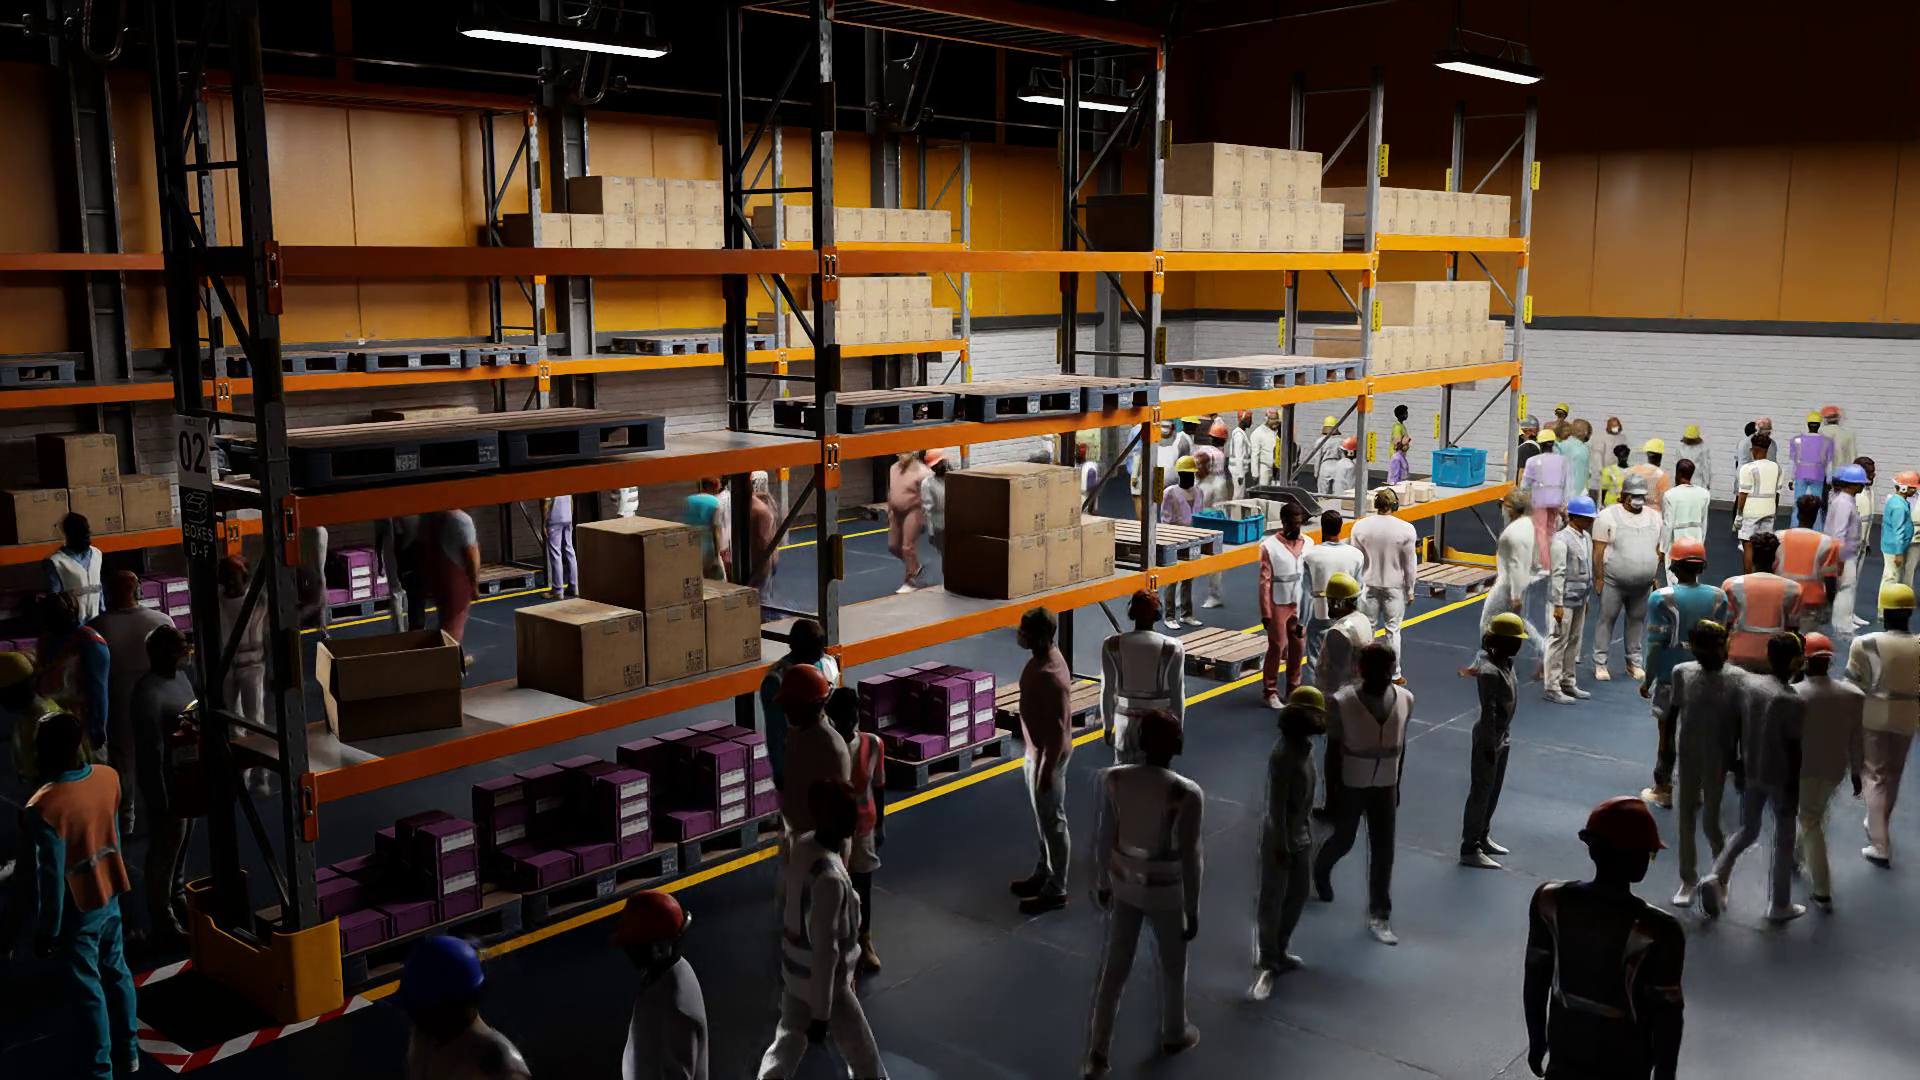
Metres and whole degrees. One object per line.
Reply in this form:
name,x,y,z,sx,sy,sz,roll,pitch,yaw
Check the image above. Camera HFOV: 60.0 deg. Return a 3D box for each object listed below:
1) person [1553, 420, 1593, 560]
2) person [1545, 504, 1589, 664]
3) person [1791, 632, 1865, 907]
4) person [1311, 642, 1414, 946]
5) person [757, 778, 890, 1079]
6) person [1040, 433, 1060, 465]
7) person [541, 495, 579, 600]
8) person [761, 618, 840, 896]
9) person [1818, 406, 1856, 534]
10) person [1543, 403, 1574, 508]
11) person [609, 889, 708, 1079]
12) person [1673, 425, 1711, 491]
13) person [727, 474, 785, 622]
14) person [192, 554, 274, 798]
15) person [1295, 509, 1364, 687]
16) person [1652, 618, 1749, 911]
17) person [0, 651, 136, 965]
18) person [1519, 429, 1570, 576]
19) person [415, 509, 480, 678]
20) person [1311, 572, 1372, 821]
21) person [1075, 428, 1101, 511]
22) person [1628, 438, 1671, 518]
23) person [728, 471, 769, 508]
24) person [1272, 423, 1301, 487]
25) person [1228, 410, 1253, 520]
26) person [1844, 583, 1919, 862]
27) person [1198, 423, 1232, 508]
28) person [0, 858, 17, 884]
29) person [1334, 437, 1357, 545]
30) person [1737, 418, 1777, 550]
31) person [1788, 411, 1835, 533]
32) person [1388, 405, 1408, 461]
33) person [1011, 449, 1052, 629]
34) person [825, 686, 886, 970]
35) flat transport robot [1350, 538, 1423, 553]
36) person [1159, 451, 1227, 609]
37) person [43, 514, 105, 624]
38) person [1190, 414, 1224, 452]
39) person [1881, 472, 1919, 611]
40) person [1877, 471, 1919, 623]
person,8.349,-0.684,22.761,0.682,1.908,0.661,0,10,1
person,6.153,0.452,16.820,0.538,1.626,0.331,-5,11,-27
person,5.485,1.440,10.723,0.571,1.689,0.937,0,10,2
person,2.440,1.473,10.183,0.579,1.815,0.843,-2,10,-14
person,-0.557,1.935,7.365,1.009,1.830,0.593,-4,10,-21
person,1.508,-1.414,27.332,0.393,1.838,0.561,-4,10,-20
person,-4.858,-0.197,20.077,0.343,1.838,0.509,6,11,30
person,-0.973,1.390,10.623,0.429,1.833,0.629,8,12,39
person,12.772,-0.981,24.438,0.670,1.952,0.694,5,11,27
person,9.850,-1.381,27.385,0.537,1.756,0.337,6,11,31
person,-1.130,2.155,6.301,0.349,1.743,0.567,-3,10,-17
person,10.732,-0.851,24.421,0.886,1.673,0.496,-9,13,-43
person,-2.079,0.235,17.141,0.617,1.957,0.622,-7,12,-37
person,-5.487,1.040,12.591,0.590,1.868,0.612,-1,10,-9
person,3.242,0.686,14.599,0.598,1.908,0.402,-3,10,-15
person,4.667,1.408,10.449,0.421,1.845,0.536,-9,13,-42
person,-5.328,1.543,9.611,0.970,1.856,0.597,-4,10,-22
person,7.595,-0.480,21.604,0.602,1.901,0.651,-2,10,-12
person,-4.991,0.323,16.354,0.685,2.000,0.567,6,11,31
person,2.786,1.141,12.140,0.404,1.824,0.586,6,11,30
person,2.033,-1.339,27.119,0.525,1.760,0.340,2,10,11
person,8.464,-0.290,20.405,0.401,1.912,0.629,-5,11,-25
person,-2.565,-0.229,20.165,0.534,1.869,0.311,-4,10,-20
person,4.835,-0.903,24.720,0.537,1.694,0.320,-7,12,-35
person,4.211,-1.029,24.926,0.371,1.878,0.588,2,10,10
person,6.383,1.226,11.452,0.603,1.886,0.900,2,10,11
person,3.393,-0.632,22.468,0.483,1.905,0.590,-4,10,-23
person,-6.382,1.529,10.478,0.518,1.587,0.836,1,10,6
person,5.162,-0.498,22.107,0.327,1.753,0.560,-1,10,-8
person,11.199,-0.770,23.335,0.651,1.895,0.400,-4,10,-21
person,12.280,-0.901,24.029,0.588,1.917,0.383,5,11,29
person,7.312,-1.413,27.744,0.318,1.695,0.539,3,10,18
person,0.816,-0.042,18.538,0.699,2.000,0.772,9,13,44
person,-0.666,1.650,9.487,0.543,1.692,0.319,-4,10,-24
flat transport robot,5.712,0.024,23.417,0.652,0.197,1.431,-9,13,-42
person,2.728,-0.090,19.333,0.929,1.868,0.680,-9,13,-44
person,-7.660,0.720,14.461,0.469,1.909,0.647,2,10,14
person,3.745,-1.195,25.473,0.612,2.029,0.409,4,10,24
person,11.035,0.010,19.422,0.524,1.639,0.308,2,10,10
person,10.550,0.083,18.696,0.355,1.739,0.573,4,10,25
